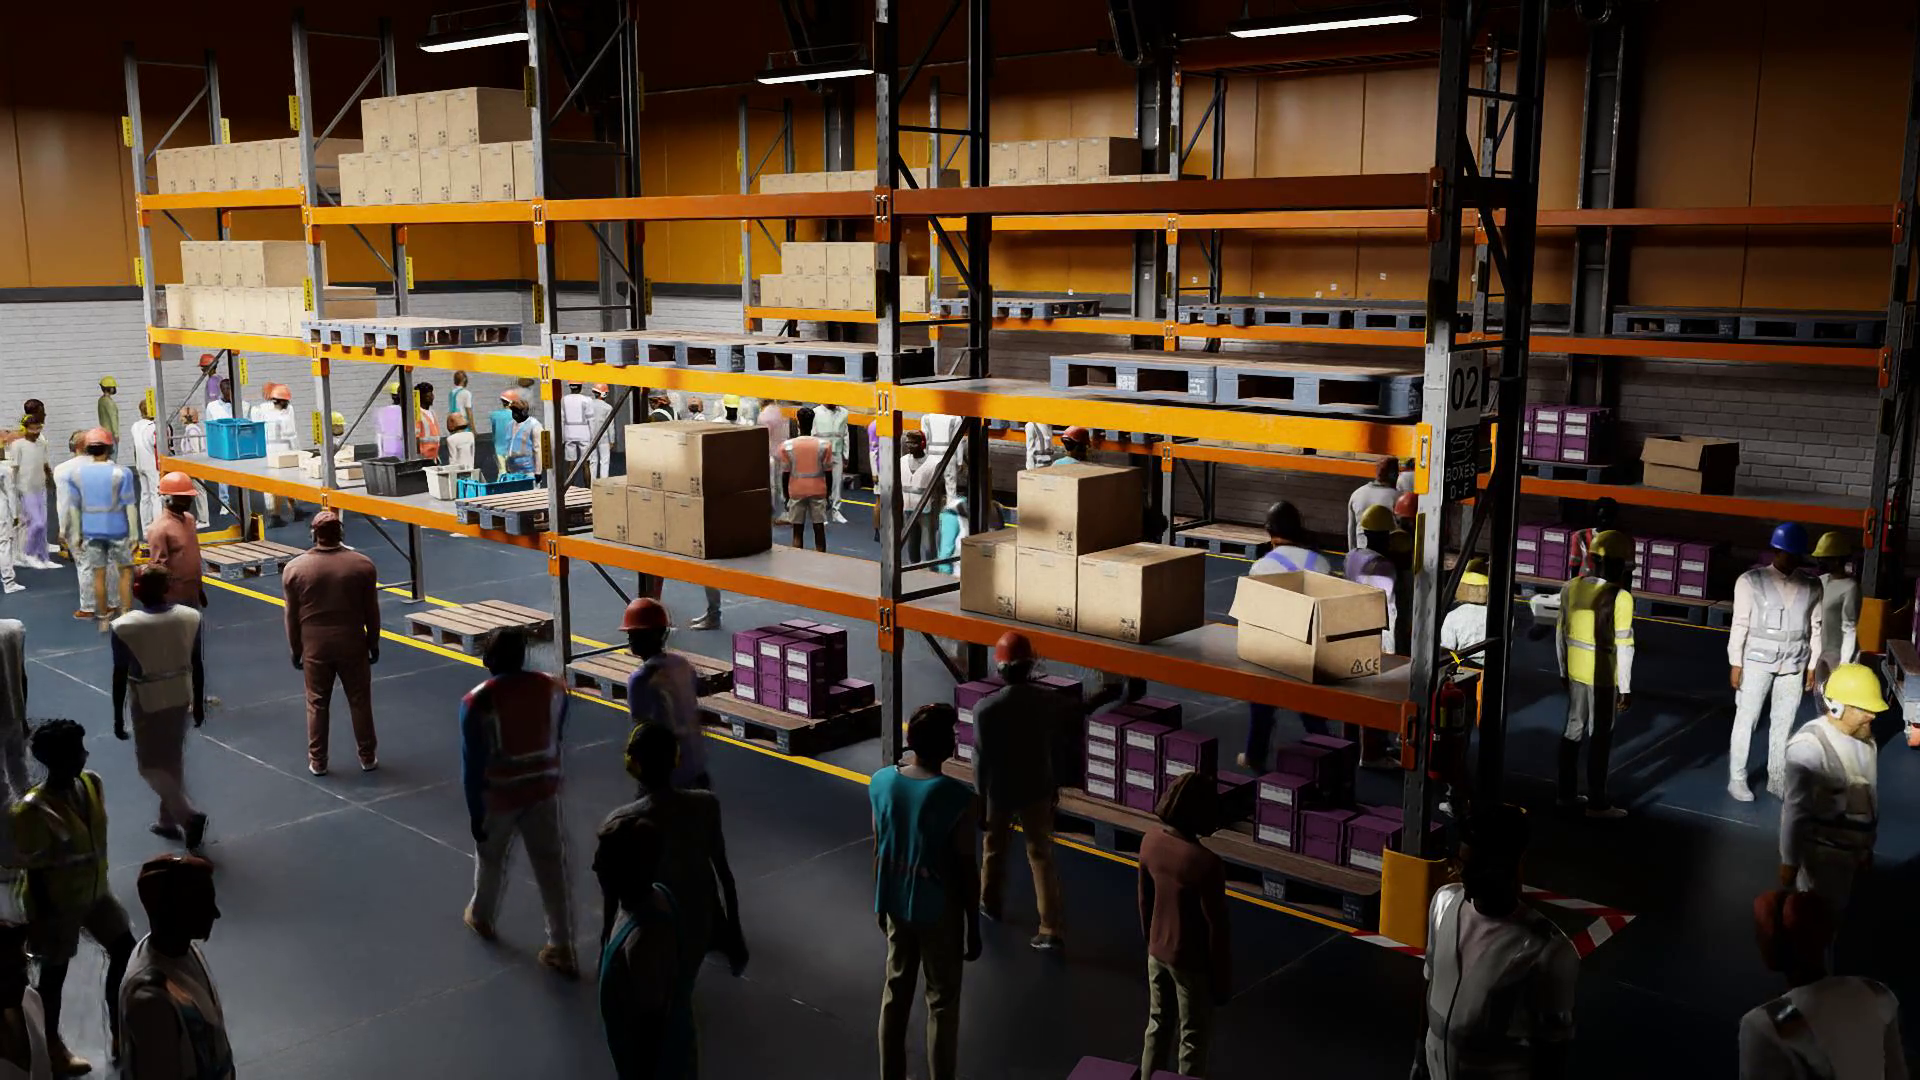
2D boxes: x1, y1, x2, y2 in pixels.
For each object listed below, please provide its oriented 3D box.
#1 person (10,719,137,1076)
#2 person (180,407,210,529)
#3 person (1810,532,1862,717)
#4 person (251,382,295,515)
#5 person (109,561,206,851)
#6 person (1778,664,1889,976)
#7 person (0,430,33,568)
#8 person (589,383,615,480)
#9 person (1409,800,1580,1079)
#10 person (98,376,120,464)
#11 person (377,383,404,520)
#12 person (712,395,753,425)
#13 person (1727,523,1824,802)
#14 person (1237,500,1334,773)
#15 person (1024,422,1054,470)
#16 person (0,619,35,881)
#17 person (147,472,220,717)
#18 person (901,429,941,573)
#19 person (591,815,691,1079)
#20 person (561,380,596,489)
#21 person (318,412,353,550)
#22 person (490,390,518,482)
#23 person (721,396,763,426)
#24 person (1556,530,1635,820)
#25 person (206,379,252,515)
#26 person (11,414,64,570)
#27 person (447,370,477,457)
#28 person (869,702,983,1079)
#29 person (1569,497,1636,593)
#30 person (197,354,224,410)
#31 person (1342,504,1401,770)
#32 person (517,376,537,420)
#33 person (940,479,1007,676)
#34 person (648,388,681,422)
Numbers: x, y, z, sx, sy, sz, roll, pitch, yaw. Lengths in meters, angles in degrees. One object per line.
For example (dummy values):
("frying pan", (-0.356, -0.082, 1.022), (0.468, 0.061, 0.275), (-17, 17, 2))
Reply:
("person", (-3.951, 1.627, 7.524), (0.642, 1.671, 0.550), (2, 10, 12))
("person", (-10.254, -0.965, 22.279), (0.309, 1.638, 0.522), (-5, 11, -24))
("person", (6.223, 0.811, 11.917), (0.365, 1.754, 0.519), (-1, 10, -4))
("person", (-9.659, -1.284, 23.437), (0.575, 1.877, 0.343), (-5, 11, -28))
("person", (-4.959, 1.044, 10.400), (0.741, 1.831, 0.566), (7, 12, 34))
("person", (4.198, 1.472, 7.994), (0.623, 1.816, 0.430), (-7, 12, -33))
("person", (-11.046, -0.475, 19.538), (0.525, 1.632, 0.313), (5, 11, 25))
("person", (-5.447, -1.540, 25.248), (0.557, 1.744, 0.345), (6, 11, 28))
("person", (1.757, 1.821, 5.602), (0.366, 1.967, 0.603), (-6, 12, -30))
("person", (-13.198, -1.662, 25.868), (0.533, 1.765, 0.322), (10, 14, 44))
("person", (-7.746, -1.213, 22.964), (0.597, 1.904, 0.455), (2, 10, 13))
("person", (-2.926, -0.948, 21.403), (0.588, 1.920, 0.388), (-3, 11, -18))
("person", (5.528, 0.834, 11.286), (0.610, 1.941, 0.412), (0, 10, 1))
("person", (2.320, 0.702, 11.720), (0.688, 2.000, 0.797), (-3, 11, -19))
("person", (1.028, -0.890, 21.173), (0.356, 1.883, 0.572), (5, 11, 28))
("person", (-5.752, 1.112, 9.907), (0.328, 1.865, 0.518), (1, 10, 7))
("person", (-6.276, 0.432, 13.421), (0.408, 1.987, 0.614), (0, 10, 1))
("person", (-0.423, -0.284, 17.888), (0.560, 1.837, 0.389), (7, 12, 33))
("person", (-1.113, 1.846, 5.807), (0.344, 1.847, 0.504), (-1, 10, -8))
("person", (-5.624, -1.504, 24.484), (0.543, 1.939, 0.362), (1, 10, 4))
("person", (-7.759, -0.723, 20.668), (0.489, 1.731, 0.330), (9, 13, 40))
("person", (-6.438, -1.284, 23.802), (0.578, 1.737, 0.354), (5, 11, 28))
("person", (-3.124, -1.418, 24.085), (0.636, 1.911, 0.405), (0, 10, -1))
("person", (4.220, 0.884, 11.019), (0.377, 1.922, 0.594), (-5, 11, -26))
("person", (-10.309, -1.325, 23.525), (0.591, 1.921, 0.391), (-6, 11, -28))
("person", (-10.734, -0.539, 19.314), (0.377, 1.850, 0.648), (2, 10, 9))
("person", (-7.874, -1.761, 26.255), (0.569, 1.823, 0.434), (7, 12, 33))
("person", (-0.159, 1.612, 7.171), (0.561, 1.836, 0.393), (7, 12, 35))
("person", (5.419, 0.462, 14.078), (0.529, 1.689, 0.322), (5, 11, 26))
("person", (-12.194, -2.025, 27.189), (0.412, 2.032, 0.603), (-3, 10, -14))
("person", (2.981, 0.698, 12.054), (0.352, 1.929, 0.594), (-3, 11, -19))
("person", (-7.270, -2.012, 27.943), (0.399, 1.729, 0.495), (1, 10, 5))
("person", (0.144, 0.295, 14.632), (0.642, 1.826, 0.452), (-8, 13, -39))
("person", (-3.897, -1.032, 21.527), (0.535, 2.000, 0.680), (4, 11, 20))
